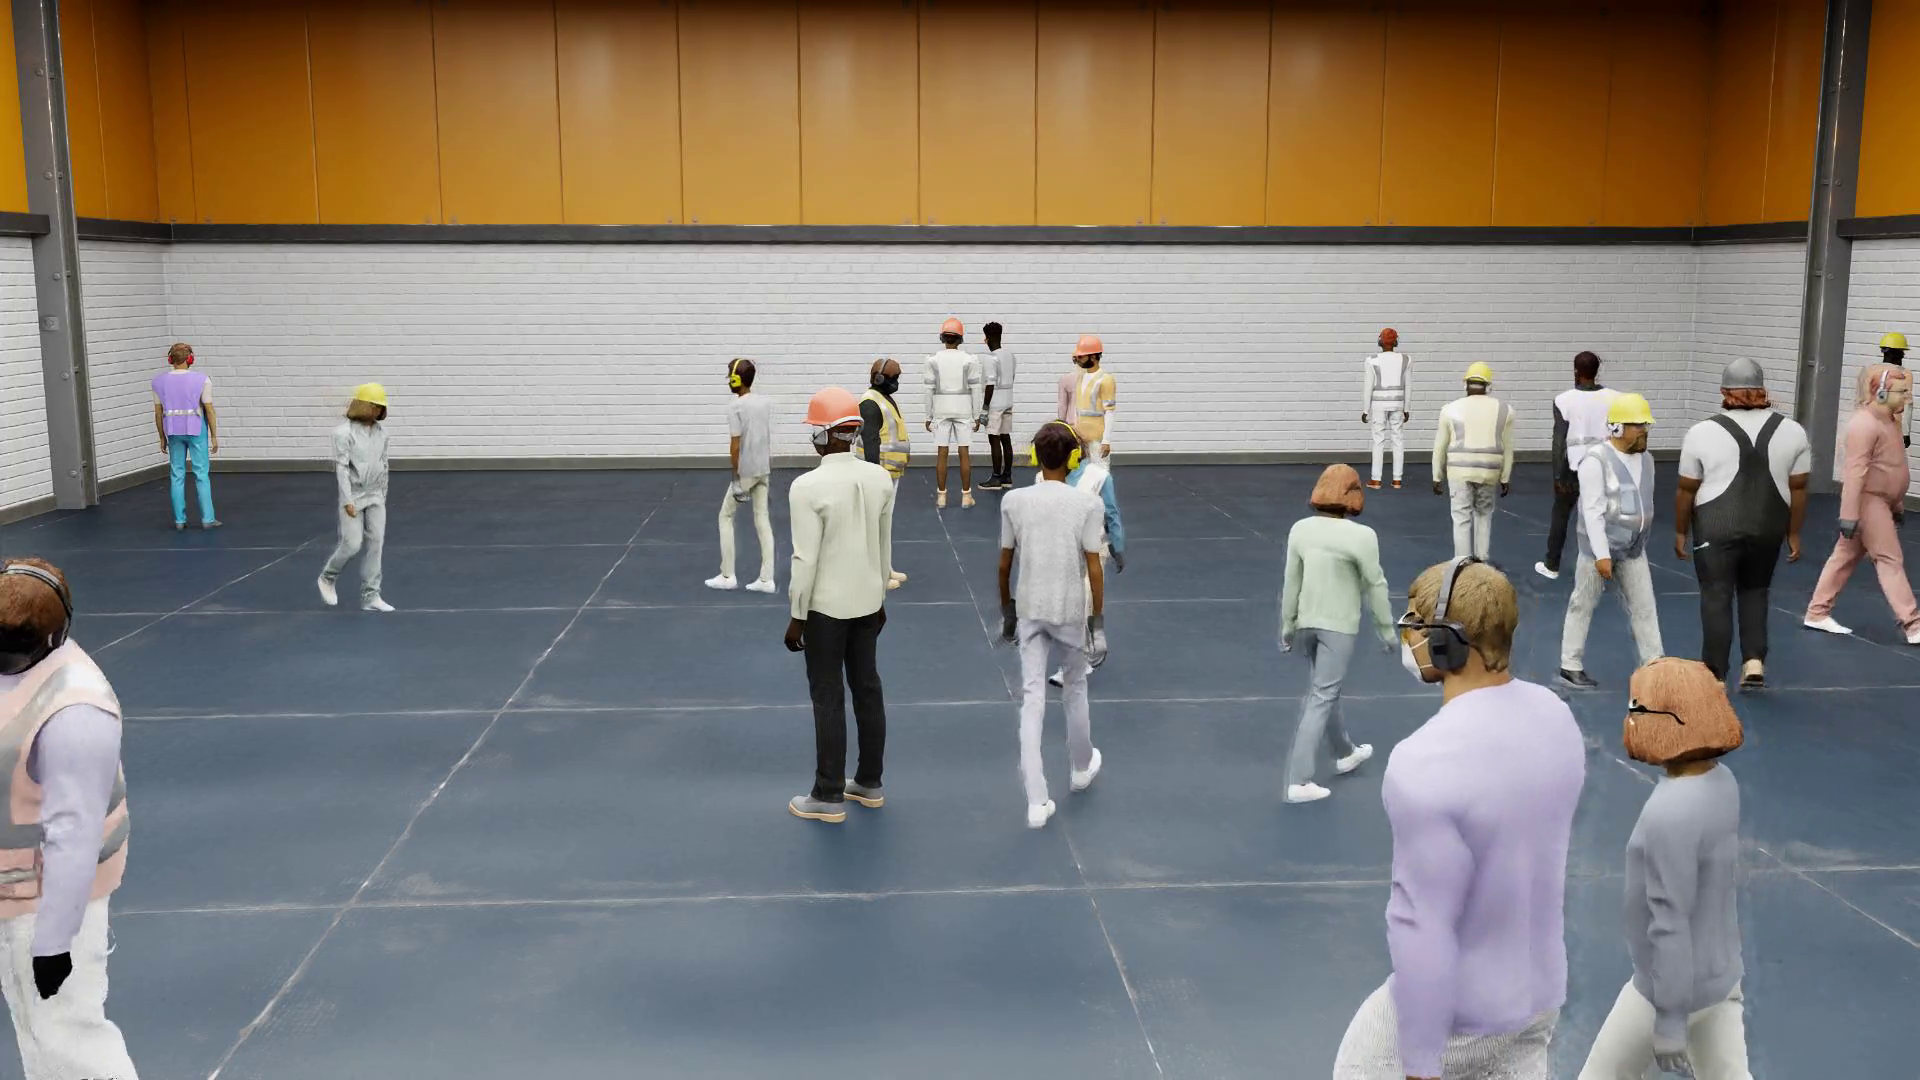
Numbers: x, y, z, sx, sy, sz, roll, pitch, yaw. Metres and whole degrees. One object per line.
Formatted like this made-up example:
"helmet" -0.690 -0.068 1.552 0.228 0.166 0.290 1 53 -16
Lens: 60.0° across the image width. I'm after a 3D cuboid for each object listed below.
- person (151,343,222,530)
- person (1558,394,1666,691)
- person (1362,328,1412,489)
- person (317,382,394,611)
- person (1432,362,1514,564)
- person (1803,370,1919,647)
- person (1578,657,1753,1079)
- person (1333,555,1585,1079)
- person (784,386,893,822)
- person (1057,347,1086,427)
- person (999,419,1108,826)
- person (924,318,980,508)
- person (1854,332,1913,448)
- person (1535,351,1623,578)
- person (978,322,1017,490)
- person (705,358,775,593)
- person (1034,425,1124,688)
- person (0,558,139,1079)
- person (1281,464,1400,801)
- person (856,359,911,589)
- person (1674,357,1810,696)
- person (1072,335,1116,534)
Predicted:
"person" -7.583 -1.008 16.305 0.566 1.843 0.389 -1 9 -8
"person" 3.933 0.050 9.797 0.598 1.799 0.890 -4 10 -25
"person" 5.004 -1.537 19.503 0.573 1.883 0.356 0 9 -2
"person" -4.459 -0.314 12.331 0.580 1.715 0.505 5 10 30
"person" 4.124 -0.531 13.435 0.613 1.800 0.502 1 9 4
"person" 6.295 -0.221 11.316 0.980 1.850 0.669 7 12 38
"person" 1.717 1.065 4.081 0.865 1.574 0.525 8 12 42
"person" 1.022 0.972 3.631 0.640 1.915 0.671 -7 11 -37
"person" -0.561 0.293 7.661 0.381 1.994 0.619 8 12 40
"person" 1.321 -1.250 18.069 0.528 1.767 0.330 2 9 10
"person" 0.455 0.351 7.802 0.558 1.829 0.914 3 9 16
"person" -0.081 -1.358 17.876 0.605 2.045 0.378 1 9 5
"person" 9.415 -1.151 16.947 0.368 1.923 0.595 -5 10 -26
"person" 5.047 -0.579 13.505 0.616 1.884 0.896 0 9 0
"person" 0.424 -1.565 19.445 0.379 1.958 0.600 6 11 32
"person" -1.727 -0.511 13.176 0.733 1.844 0.523 7 12 38
"person" 0.704 0.099 10.135 0.535 1.586 0.911 5 10 29
"person" -2.392 0.925 4.335 0.431 1.809 0.699 -8 12 -42
"person" 1.852 0.433 8.038 0.825 1.597 0.519 -6 11 -34
"person" -0.612 -0.538 13.383 0.429 1.838 0.621 2 9 10
"person" 4.594 -0.082 9.871 0.711 2.000 0.535 1 9 9
"person" 1.258 -1.002 15.990 0.376 1.932 0.543 -5 10 -30
